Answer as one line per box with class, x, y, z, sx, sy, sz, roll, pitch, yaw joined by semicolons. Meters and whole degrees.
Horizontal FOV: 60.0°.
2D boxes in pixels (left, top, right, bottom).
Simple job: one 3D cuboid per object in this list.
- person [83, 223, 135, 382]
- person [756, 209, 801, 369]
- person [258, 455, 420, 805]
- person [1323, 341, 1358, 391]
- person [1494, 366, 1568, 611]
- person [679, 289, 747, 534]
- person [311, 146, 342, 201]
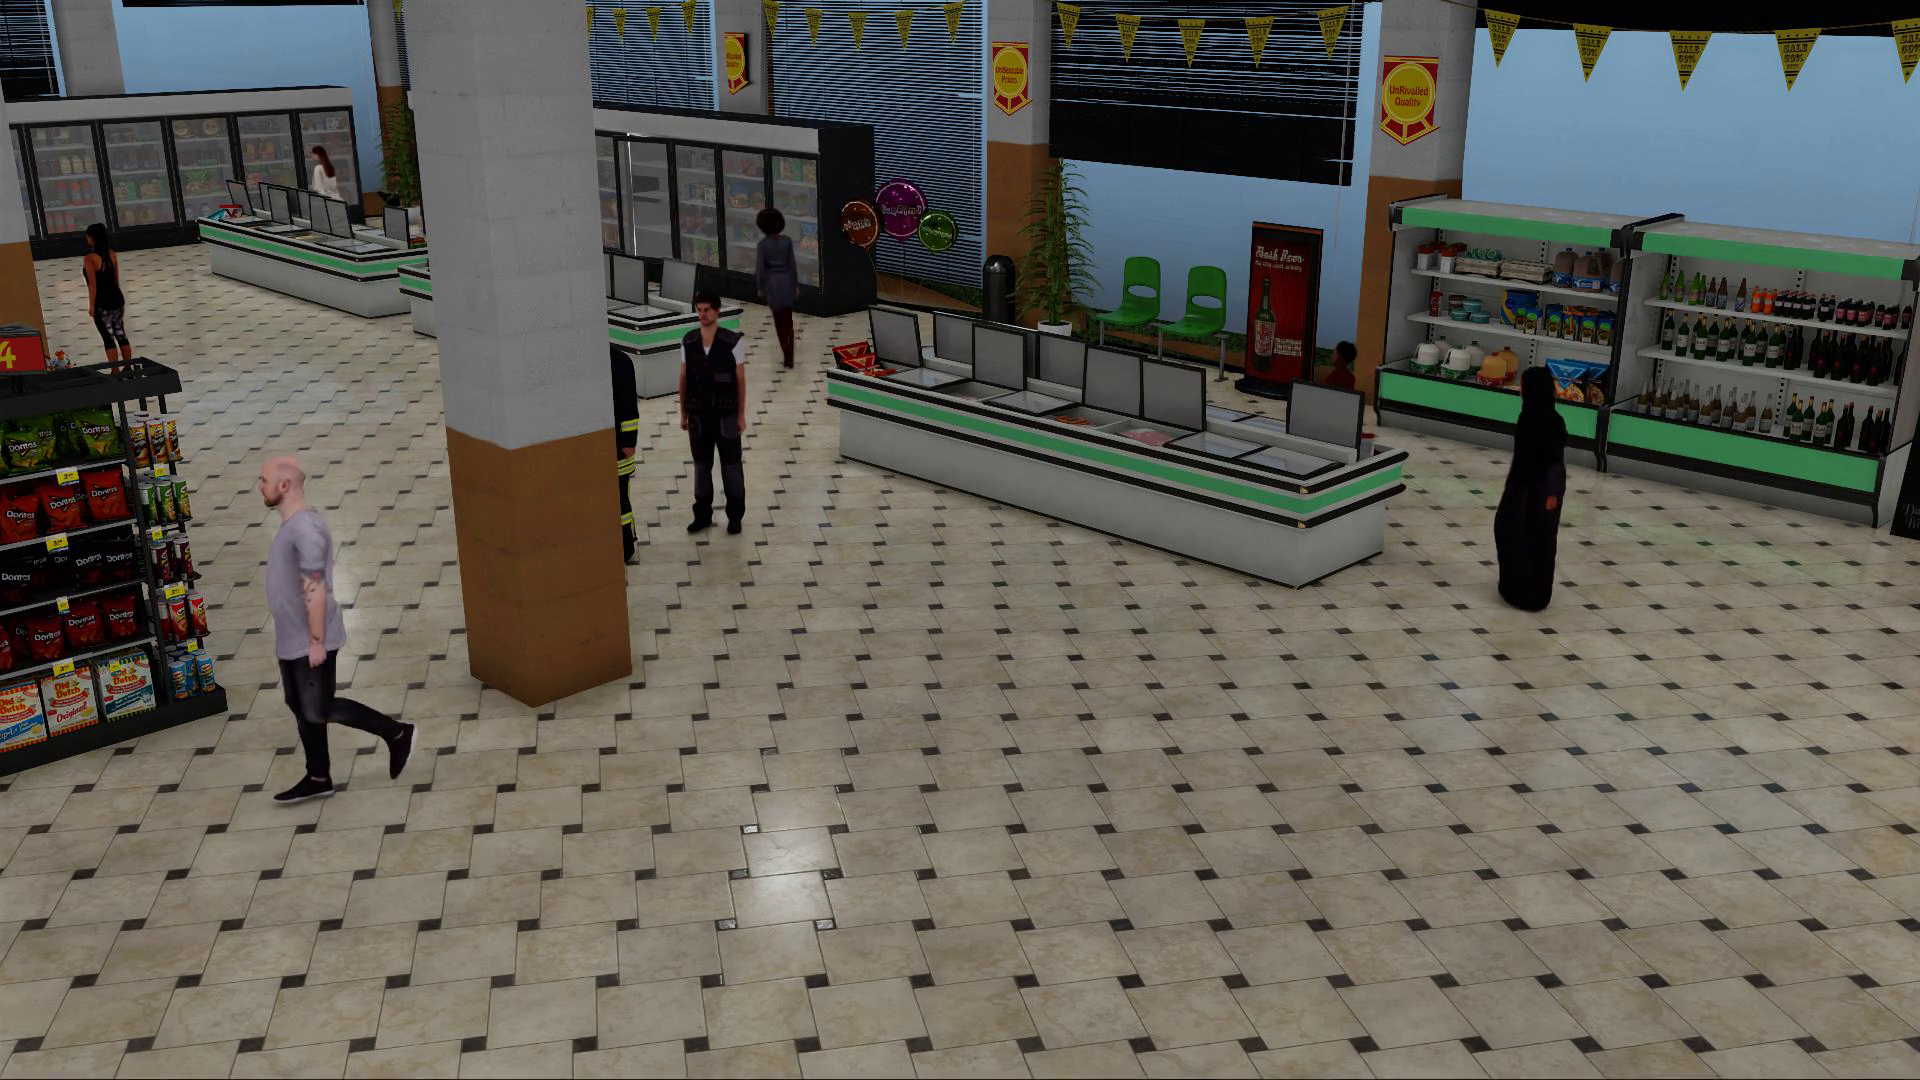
person;-8.859;-2.472;17.274;0.669;1.660;0.654;4;19;13
person;-1.912;-2.658;17.779;0.718;1.692;0.763;-8;20;-21
person;-3.166;0.460;8.337;0.882;1.815;0.967;-11;22;-30
person;3.108;-0.973;13.485;0.817;1.240;0.519;16;24;39
person;3.869;-0.332;11.044;0.860;1.587;0.760;-8;20;-23
person;-1.848;-0.964;12.511;0.730;1.848;0.814;2;19;6
person;-9.306;-4.983;24.748;1.163;1.645;0.965;6;20;19
